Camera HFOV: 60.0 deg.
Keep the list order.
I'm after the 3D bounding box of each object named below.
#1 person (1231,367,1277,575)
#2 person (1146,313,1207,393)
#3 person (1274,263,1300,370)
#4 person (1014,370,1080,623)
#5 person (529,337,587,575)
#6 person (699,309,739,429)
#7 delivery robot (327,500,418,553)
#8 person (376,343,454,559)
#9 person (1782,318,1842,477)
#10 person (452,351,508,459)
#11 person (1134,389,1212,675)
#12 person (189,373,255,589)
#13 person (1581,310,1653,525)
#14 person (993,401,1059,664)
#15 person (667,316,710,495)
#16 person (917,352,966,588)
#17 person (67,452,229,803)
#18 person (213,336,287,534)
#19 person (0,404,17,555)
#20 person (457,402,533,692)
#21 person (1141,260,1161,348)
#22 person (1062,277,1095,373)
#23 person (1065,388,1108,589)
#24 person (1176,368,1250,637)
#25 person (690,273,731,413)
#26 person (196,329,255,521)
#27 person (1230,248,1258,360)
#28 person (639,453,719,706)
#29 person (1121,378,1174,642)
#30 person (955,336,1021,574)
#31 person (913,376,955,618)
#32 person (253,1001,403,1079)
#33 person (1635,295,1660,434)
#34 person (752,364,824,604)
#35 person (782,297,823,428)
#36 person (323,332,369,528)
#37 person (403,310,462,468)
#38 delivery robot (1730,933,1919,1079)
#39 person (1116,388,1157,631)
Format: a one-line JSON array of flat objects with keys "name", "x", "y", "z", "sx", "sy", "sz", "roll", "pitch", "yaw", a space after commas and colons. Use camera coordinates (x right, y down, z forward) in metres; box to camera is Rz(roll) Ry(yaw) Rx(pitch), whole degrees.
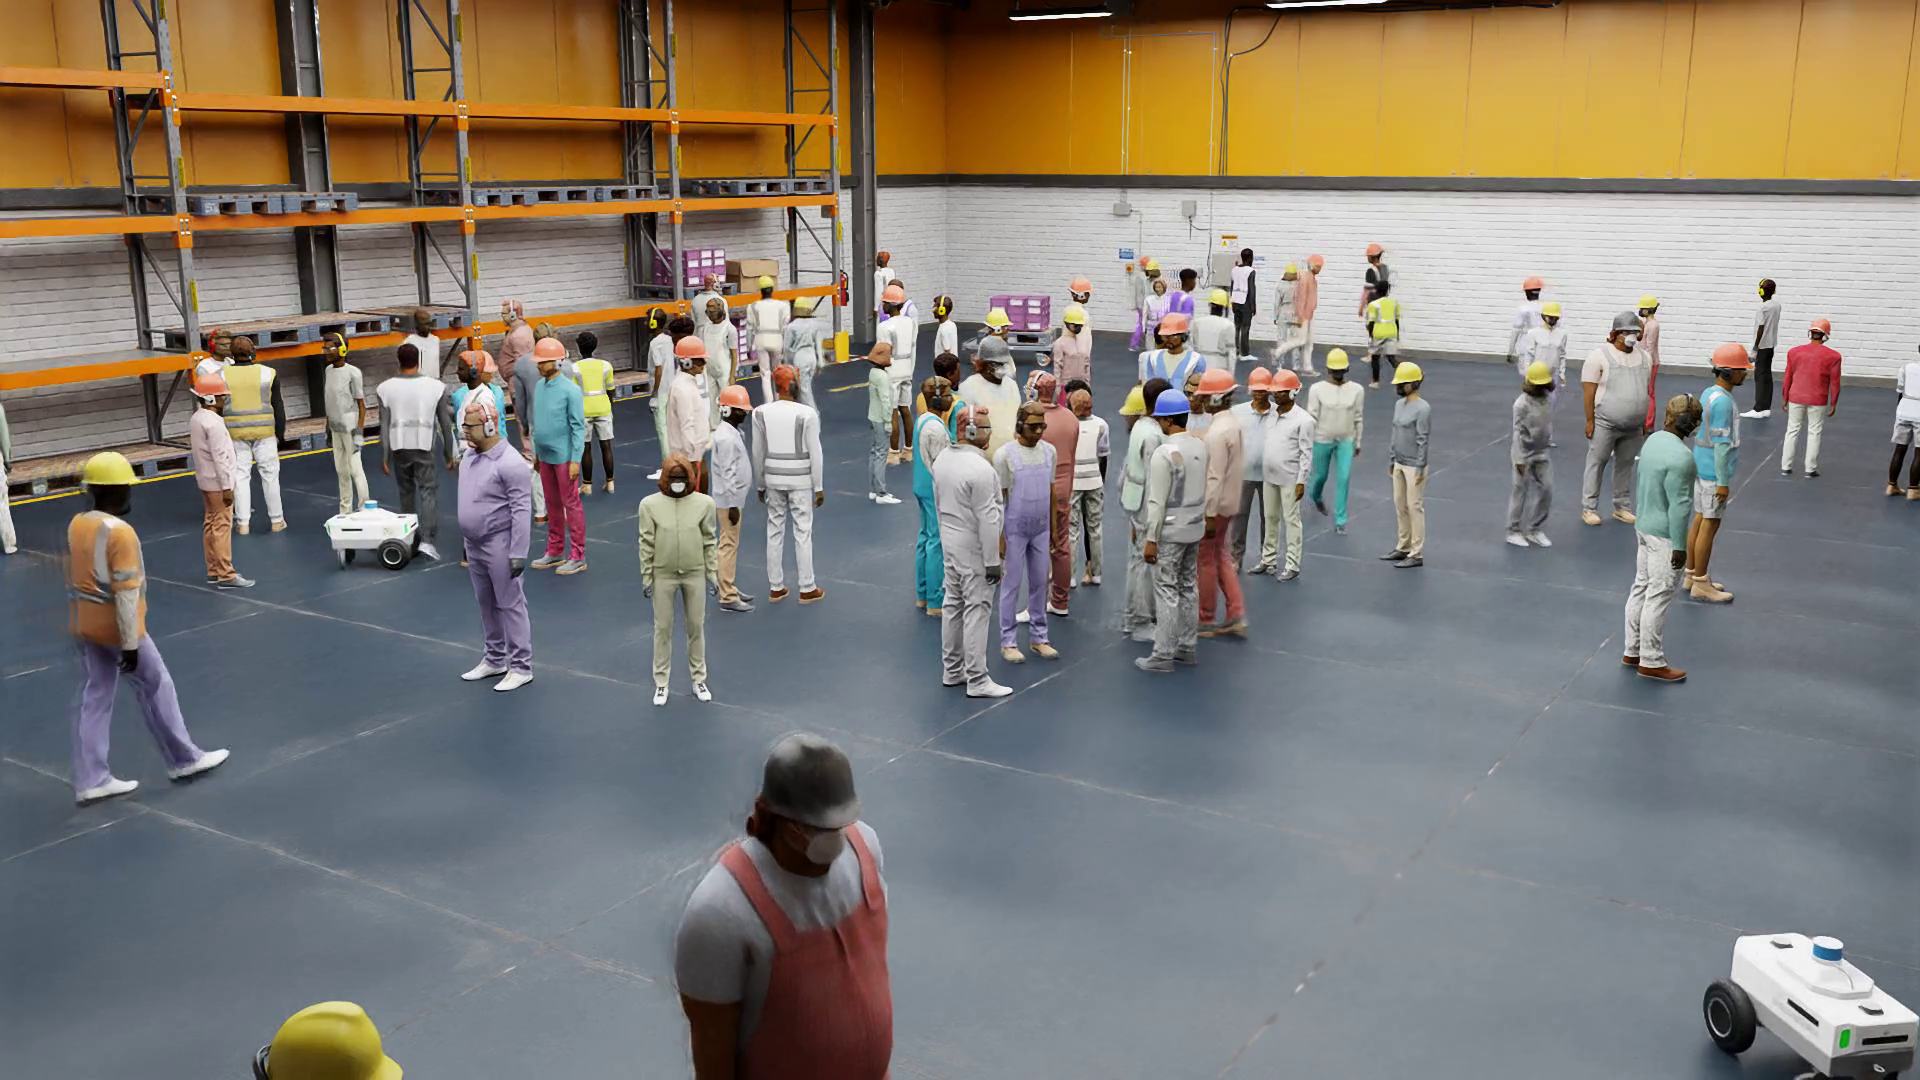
[{"name": "person", "x": 2.491, "y": -0.574, "z": 13.923, "sx": 0.564, "sy": 1.751, "sz": 0.330, "roll": 2, "pitch": 13, "yaw": 8}, {"name": "person", "x": 2.000, "y": -1.112, "z": 15.623, "sx": 0.610, "sy": 2.042, "sz": 0.396, "roll": 8, "pitch": 15, "yaw": 31}, {"name": "person", "x": 5.414, "y": -3.671, "z": 27.380, "sx": 0.493, "sy": 1.742, "sz": 0.322, "roll": 2, "pitch": 13, "yaw": 11}, {"name": "person", "x": 0.604, "y": -0.320, "z": 12.482, "sx": 0.402, "sy": 1.913, "sz": 0.640, "roll": 12, "pitch": 18, "yaw": 42}, {"name": "person", "x": -3.391, "y": -0.706, "z": 13.972, "sx": 0.611, "sy": 1.993, "sz": 0.387, "roll": 11, "pitch": 17, "yaw": 40}, {"name": "person", "x": -3.027, "y": -2.128, "z": 20.904, "sx": 0.520, "sy": 1.645, "sz": 0.307, "roll": 2, "pitch": 13, "yaw": 7}, {"name": "delivery robot", "x": -5.039, "y": -0.095, "z": 14.270, "sx": 0.707, "sy": 0.478, "sz": 0.477, "roll": 0, "pitch": 13, "yaw": -1}, {"name": "person", "x": -4.769, "y": -0.780, "z": 14.582, "sx": 0.610, "sy": 1.872, "sz": 0.830, "roll": -3, "pitch": 13, "yaw": -14}, {"name": "person", "x": 9.313, "y": -1.556, "z": 18.214, "sx": 0.574, "sy": 1.740, "sz": 0.348, "roll": 9, "pitch": 16, "yaw": 35}, {"name": "person", "x": -4.300, "y": -0.836, "z": 15.065, "sx": 0.334, "sy": 1.749, "sz": 0.563, "roll": 8, "pitch": 15, "yaw": 32}, {"name": "person", "x": 1.453, "y": -0.055, "z": 11.290, "sx": 0.420, "sy": 1.933, "sz": 0.619, "roll": 11, "pitch": 17, "yaw": 38}, {"name": "person", "x": -6.027, "y": -0.483, "z": 13.527, "sx": 0.330, "sy": 1.750, "sz": 0.573, "roll": -11, "pitch": 17, "yaw": -39}, {"name": "person", "x": 6.280, "y": -1.156, "z": 15.820, "sx": 0.684, "sy": 2.000, "sz": 0.538, "roll": -2, "pitch": 13, "yaw": -11}, {"name": "person", "x": 0.461, "y": -0.055, "z": 11.503, "sx": 0.505, "sy": 1.838, "sz": 0.356, "roll": -8, "pitch": 15, "yaw": -30}, {"name": "person", "x": -2.612, "y": -1.185, "z": 16.126, "sx": 0.389, "sy": 1.957, "sz": 0.607, "roll": -3, "pitch": 13, "yaw": -11}, {"name": "person", "x": -0.137, "y": -0.568, "z": 13.539, "sx": 0.378, "sy": 1.917, "sz": 0.597, "roll": -9, "pitch": 16, "yaw": -35}, {"name": "person", "x": -4.522, "y": 0.453, "z": 9.137, "sx": 0.599, "sy": 1.894, "sz": 0.885, "roll": 9, "pitch": 16, "yaw": 33}, {"name": "person", "x": -6.590, "y": -0.970, "z": 15.461, "sx": 0.643, "sy": 1.840, "sz": 0.429, "roll": -5, "pitch": 14, "yaw": -21}, {"name": "person", "x": -8.545, "y": -0.647, "z": 14.499, "sx": 0.510, "sy": 1.637, "sz": 0.308, "roll": -10, "pitch": 16, "yaw": -36}, {"name": "person", "x": -3.084, "y": 0.041, "z": 10.922, "sx": 0.651, "sy": 1.906, "sz": 0.403, "roll": 11, "pitch": 17, "yaw": 41}, {"name": "person", "x": 3.281, "y": -3.906, "z": 28.427, "sx": 0.346, "sy": 1.738, "sz": 0.485, "roll": -10, "pitch": 16, "yaw": -36}, {"name": "person", "x": 1.477, "y": -2.268, "z": 20.743, "sx": 0.382, "sy": 1.993, "sz": 0.622, "roll": -5, "pitch": 14, "yaw": -20}, {"name": "person", "x": 0.968, "y": -0.418, "z": 13.495, "sx": 0.514, "sy": 1.642, "sz": 0.314, "roll": -5, "pitch": 14, "yaw": -21}, {"name": "person", "x": 1.868, "y": -0.253, "z": 12.034, "sx": 0.559, "sy": 1.984, "sz": 0.634, "roll": 5, "pitch": 14, "yaw": 20}, {"name": "person", "x": -3.360, "y": -2.689, "z": 22.763, "sx": 0.650, "sy": 1.907, "sz": 0.409, "roll": 8, "pitch": 15, "yaw": 32}, {"name": "person", "x": -7.152, "y": -1.123, "z": 16.113, "sx": 0.390, "sy": 1.841, "sz": 0.564, "roll": 1, "pitch": 13, "yaw": 6}, {"name": "person", "x": 4.883, "y": -4.061, "z": 28.701, "sx": 0.384, "sy": 1.915, "sz": 0.597, "roll": -7, "pitch": 15, "yaw": -28}, {"name": "person", "x": -1.793, "y": 0.244, "z": 10.640, "sx": 0.498, "sy": 1.633, "sz": 0.285, "roll": -4, "pitch": 13, "yaw": -15}, {"name": "person", "x": 1.357, "y": -0.221, "z": 12.036, "sx": 0.372, "sy": 1.916, "sz": 0.596, "roll": 0, "pitch": 13, "yaw": -2}, {"name": "person", "x": 0.285, "y": -0.671, "z": 13.718, "sx": 0.690, "sy": 2.000, "sz": 0.536, "roll": -12, "pitch": 17, "yaw": -41}, {"name": "person", "x": -0.180, "y": -0.326, "z": 12.661, "sx": 0.345, "sy": 1.841, "sz": 0.506, "roll": -4, "pitch": 14, "yaw": -17}, {"name": "person", "x": -1.325, "y": 1.811, "z": 3.577, "sx": 0.339, "sy": 1.761, "sz": 0.524, "roll": -1, "pitch": 13, "yaw": -3}, {"name": "person", "x": 8.677, "y": -2.222, "z": 21.074, "sx": 0.349, "sy": 1.758, "sz": 0.522, "roll": 3, "pitch": 13, "yaw": 13}, {"name": "person", "x": -1.335, "y": -0.433, "z": 13.024, "sx": 0.573, "sy": 1.886, "sz": 0.354, "roll": 4, "pitch": 14, "yaw": 17}, {"name": "person", "x": -2.064, "y": -2.263, "z": 21.359, "sx": 0.483, "sy": 1.694, "sz": 0.855, "roll": -11, "pitch": 17, "yaw": -41}, {"name": "person", "x": -5.771, "y": -1.012, "z": 15.565, "sx": 0.518, "sy": 1.874, "sz": 0.326, "roll": 8, "pitch": 15, "yaw": 32}, {"name": "person", "x": -5.900, "y": -1.665, "z": 18.562, "sx": 0.959, "sy": 1.788, "sz": 0.517, "roll": 9, "pitch": 16, "yaw": 34}, {"name": "delivery robot", "x": 3.261, "y": 1.743, "z": 6.295, "sx": 0.477, "sy": 0.478, "sz": 0.707, "roll": -2, "pitch": 13, "yaw": -9}, {"name": "person", "x": 1.359, "y": -0.224, "z": 12.300, "sx": 0.407, "sy": 1.807, "sz": 0.668, "roll": 3, "pitch": 13, "yaw": 11}]
